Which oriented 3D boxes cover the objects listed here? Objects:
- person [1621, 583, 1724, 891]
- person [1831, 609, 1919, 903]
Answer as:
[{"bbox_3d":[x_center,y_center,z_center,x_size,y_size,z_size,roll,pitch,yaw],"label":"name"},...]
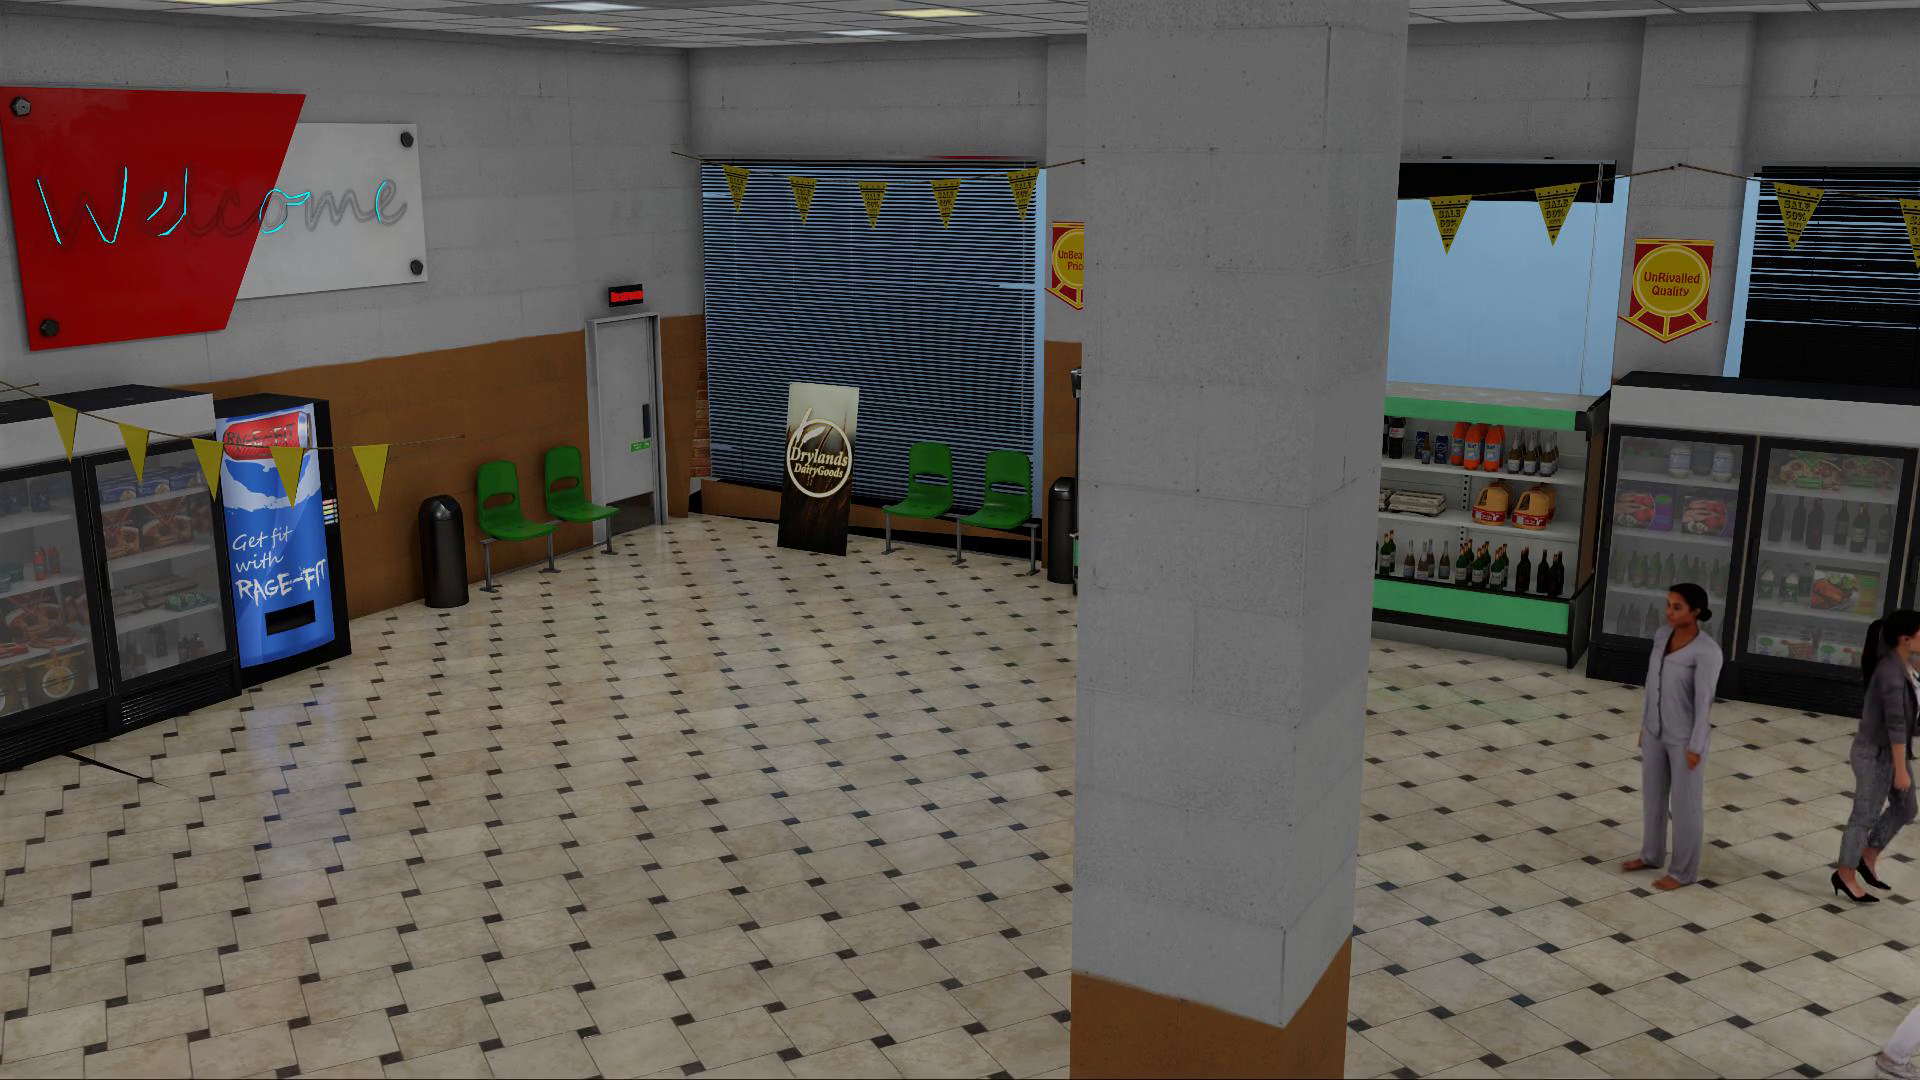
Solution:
[{"bbox_3d":[4.012,1.072,9.300,0.758,1.734,0.682,-5,14,-20],"label":"person"},{"bbox_3d":[4.904,1.173,9.034,0.592,1.663,0.625,9,16,32],"label":"person"}]
